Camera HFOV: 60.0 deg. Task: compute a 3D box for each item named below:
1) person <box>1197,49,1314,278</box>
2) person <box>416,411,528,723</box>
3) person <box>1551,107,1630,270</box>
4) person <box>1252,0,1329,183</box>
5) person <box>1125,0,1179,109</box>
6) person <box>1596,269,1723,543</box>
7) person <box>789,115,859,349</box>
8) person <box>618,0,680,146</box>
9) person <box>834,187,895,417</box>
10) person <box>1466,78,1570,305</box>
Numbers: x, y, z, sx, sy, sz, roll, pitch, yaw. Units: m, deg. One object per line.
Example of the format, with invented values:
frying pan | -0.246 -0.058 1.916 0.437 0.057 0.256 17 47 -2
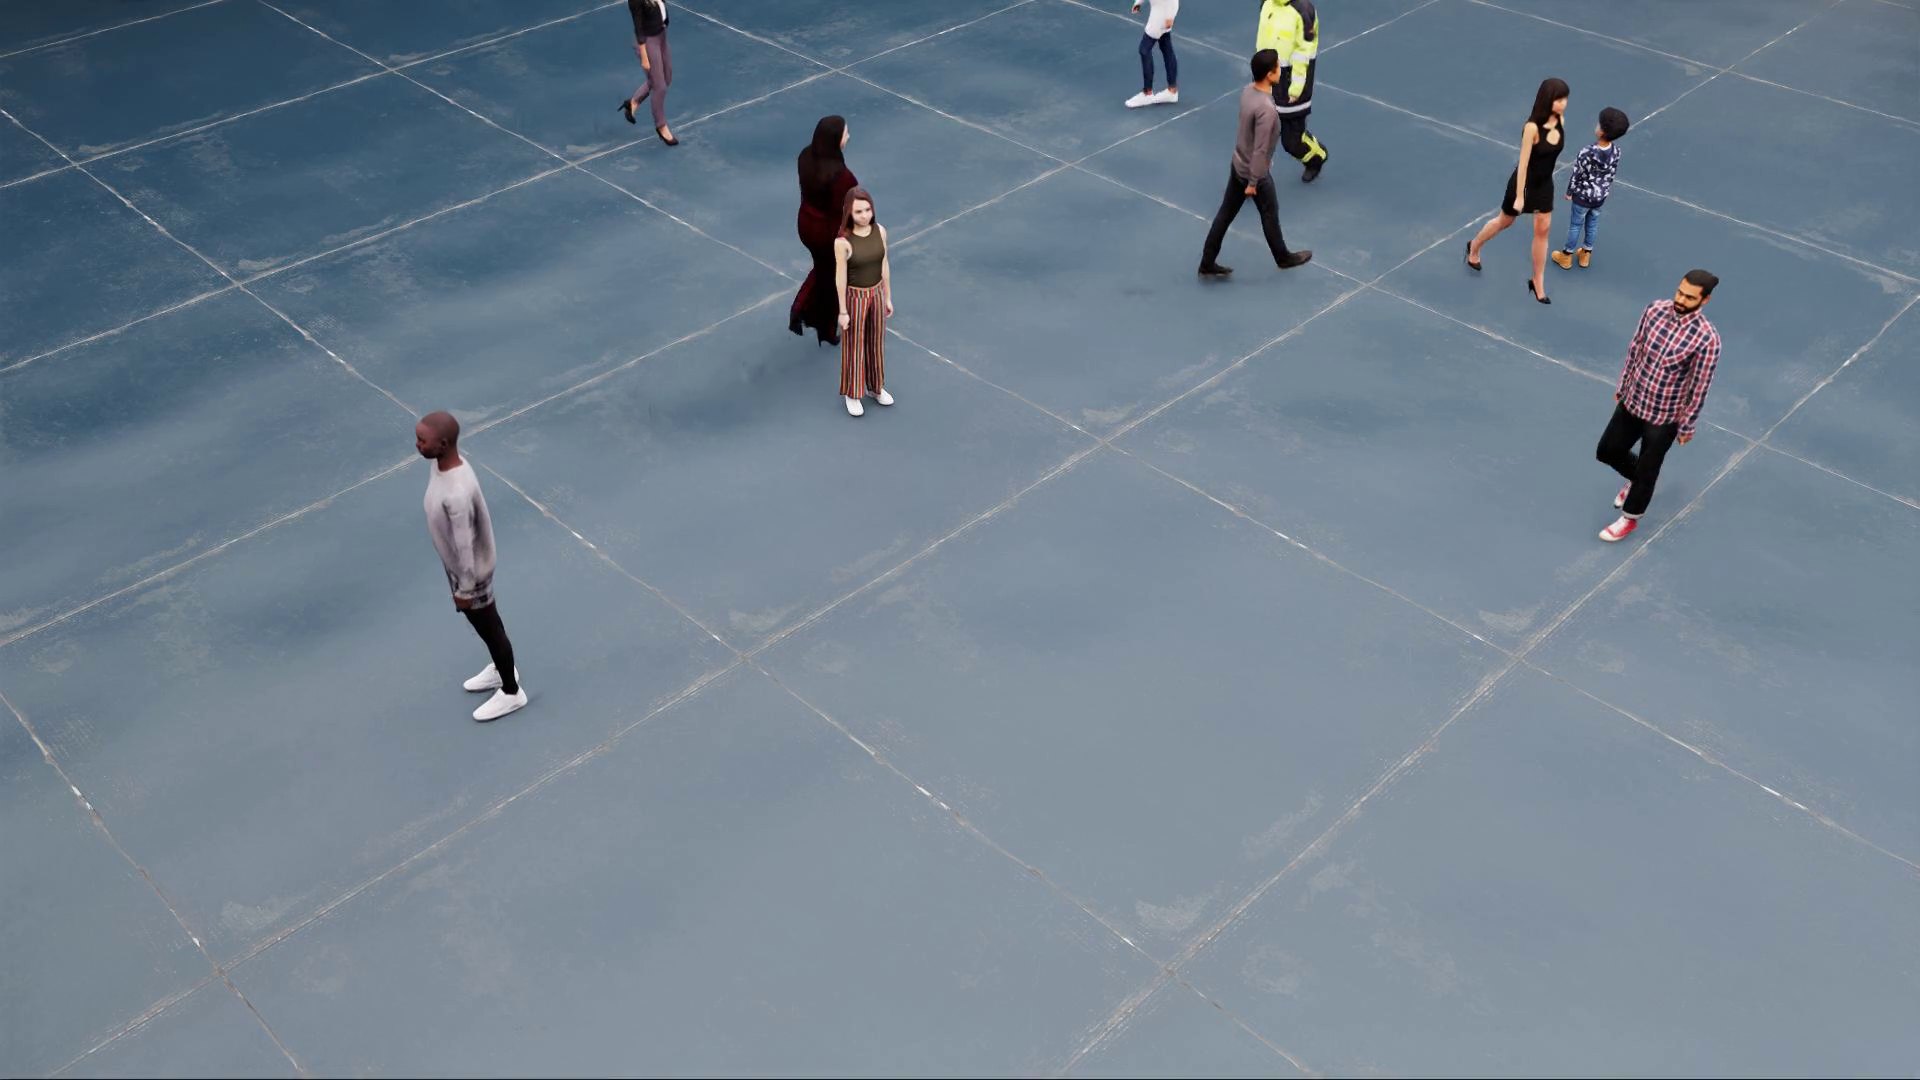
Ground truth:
person | 2.027 -2.677 12.059 1.194 1.728 1.021 -14 39 -18
person | -2.447 0.109 8.359 0.640 1.771 0.677 -18 41 -22
person | 4.696 -2.620 12.379 0.581 1.250 0.651 -5 38 -6
person | 2.629 -3.672 13.176 1.207 1.960 0.927 -21 42 -26
person | 1.869 -4.691 14.689 0.883 1.751 0.818 -2 37 -2
person | 4.047 -0.800 9.573 0.829 1.748 0.787 -21 42 -25
person | -0.970 -2.011 11.180 0.762 1.732 0.725 -28 45 -31
person | -2.681 -4.142 14.046 0.875 1.656 0.843 7 38 10
person | -0.629 -1.555 10.721 0.524 1.562 0.655 -21 42 -25
person | 4.027 -2.552 11.991 1.043 1.613 0.824 -20 41 -24
